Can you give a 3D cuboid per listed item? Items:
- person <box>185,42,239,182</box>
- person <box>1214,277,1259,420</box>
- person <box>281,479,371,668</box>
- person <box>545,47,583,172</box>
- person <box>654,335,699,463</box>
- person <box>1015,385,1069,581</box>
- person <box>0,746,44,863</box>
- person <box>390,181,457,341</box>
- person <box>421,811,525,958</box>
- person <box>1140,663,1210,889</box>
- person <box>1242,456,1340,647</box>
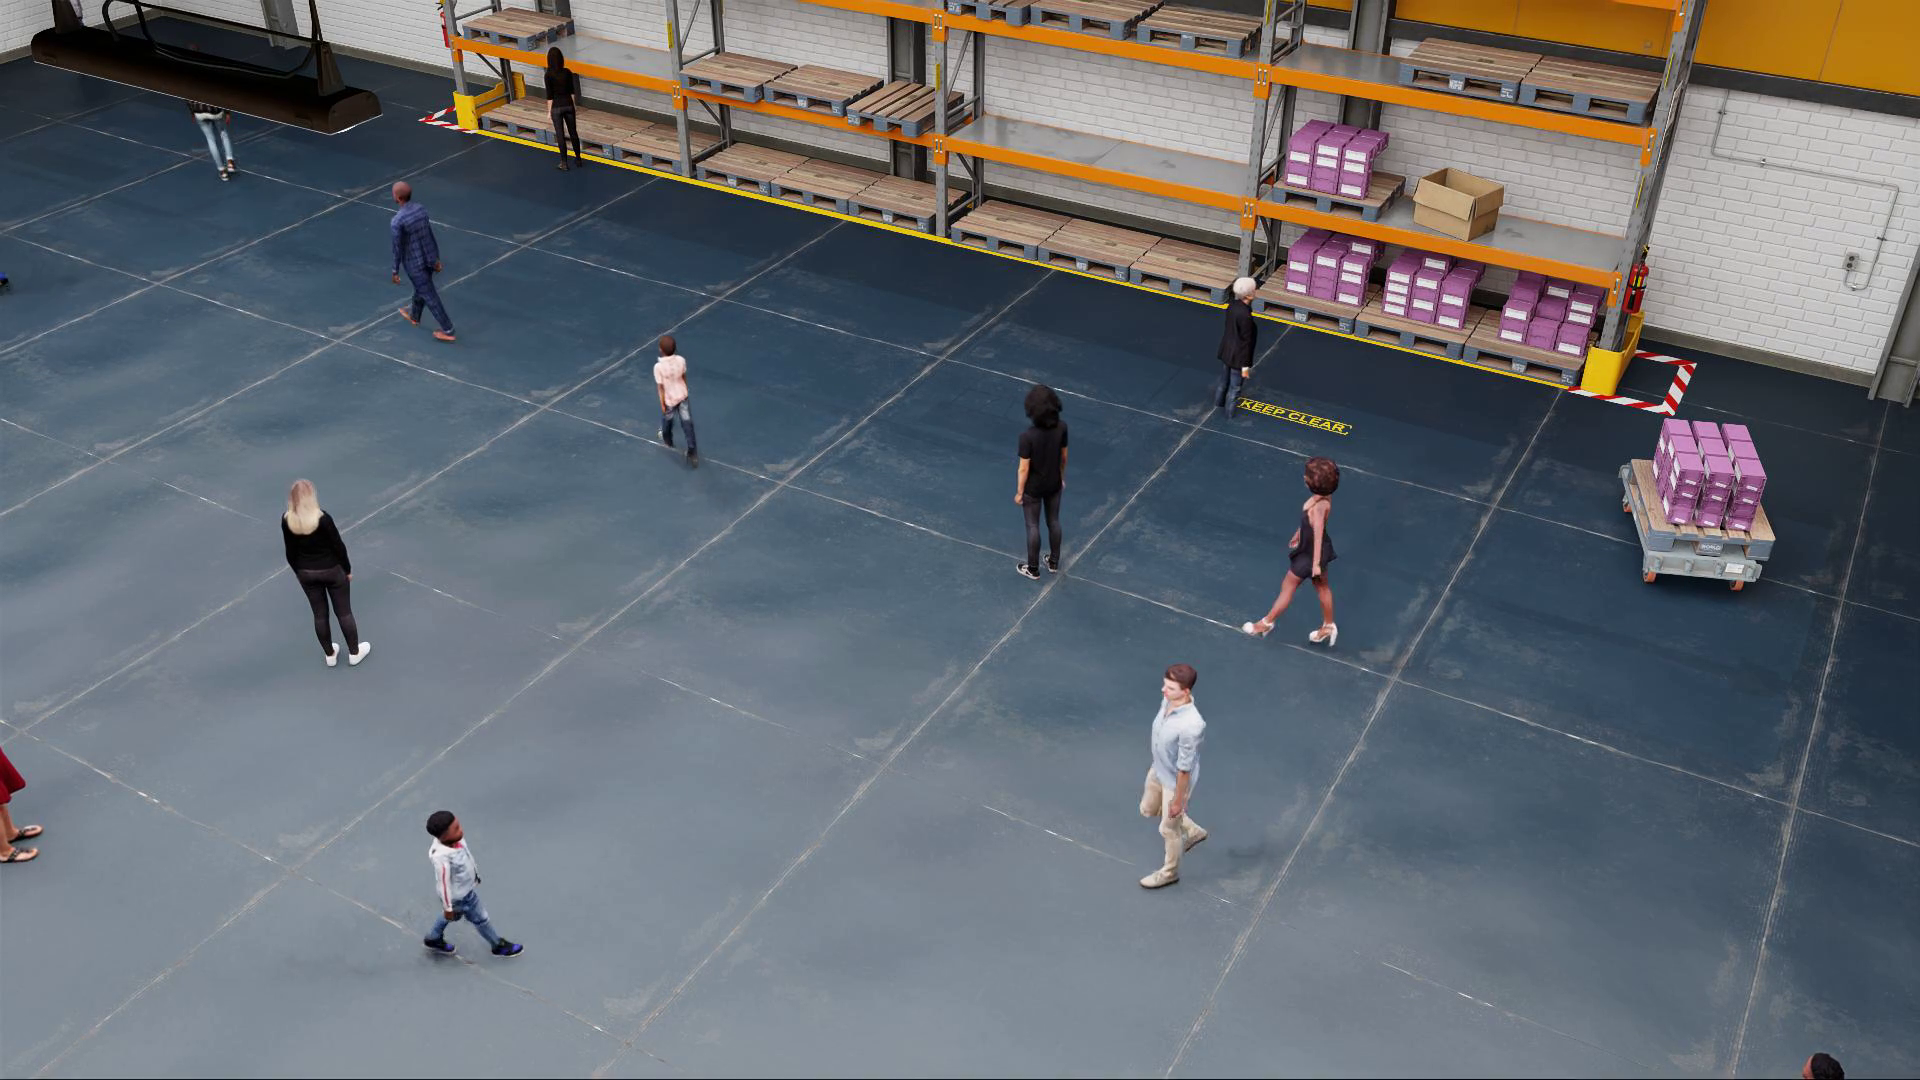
[{"bbox_3d":[-9.898,-5.609,21.908,0.799,1.802,0.838,-15,36,-21],"label":"person"},{"bbox_3d":[2.771,-1.823,16.805,0.787,1.782,0.829,-6,34,-9],"label":"person"},{"bbox_3d":[-5.058,0.267,13.172,0.642,1.686,0.755,0,34,-1],"label":"person"},{"bbox_3d":[-5.333,-5.796,22.332,0.633,1.642,0.613,-24,40,-31],"label":"person"},{"bbox_3d":[-2.705,-1.337,15.953,0.774,1.278,0.970,-19,38,-26],"label":"person"},{"bbox_3d":[0.703,-0.490,14.178,0.707,1.831,0.713,-16,37,-22],"label":"person"},{"bbox_3d":[-6.694,1.543,11.374,0.745,1.551,0.685,-11,35,-16],"label":"person"},{"bbox_3d":[-5.766,-2.979,17.974,1.110,1.776,0.742,15,36,21],"label":"person"},{"bbox_3d":[-3.272,2.217,10.638,0.945,1.243,0.794,-2,34,-3],"label":"person"},{"bbox_3d":[1.512,1.563,11.087,0.932,1.834,0.874,-10,35,-14],"label":"person"},{"bbox_3d":[2.918,0.135,13.304,1.040,1.760,0.714,10,35,14],"label":"person"}]
